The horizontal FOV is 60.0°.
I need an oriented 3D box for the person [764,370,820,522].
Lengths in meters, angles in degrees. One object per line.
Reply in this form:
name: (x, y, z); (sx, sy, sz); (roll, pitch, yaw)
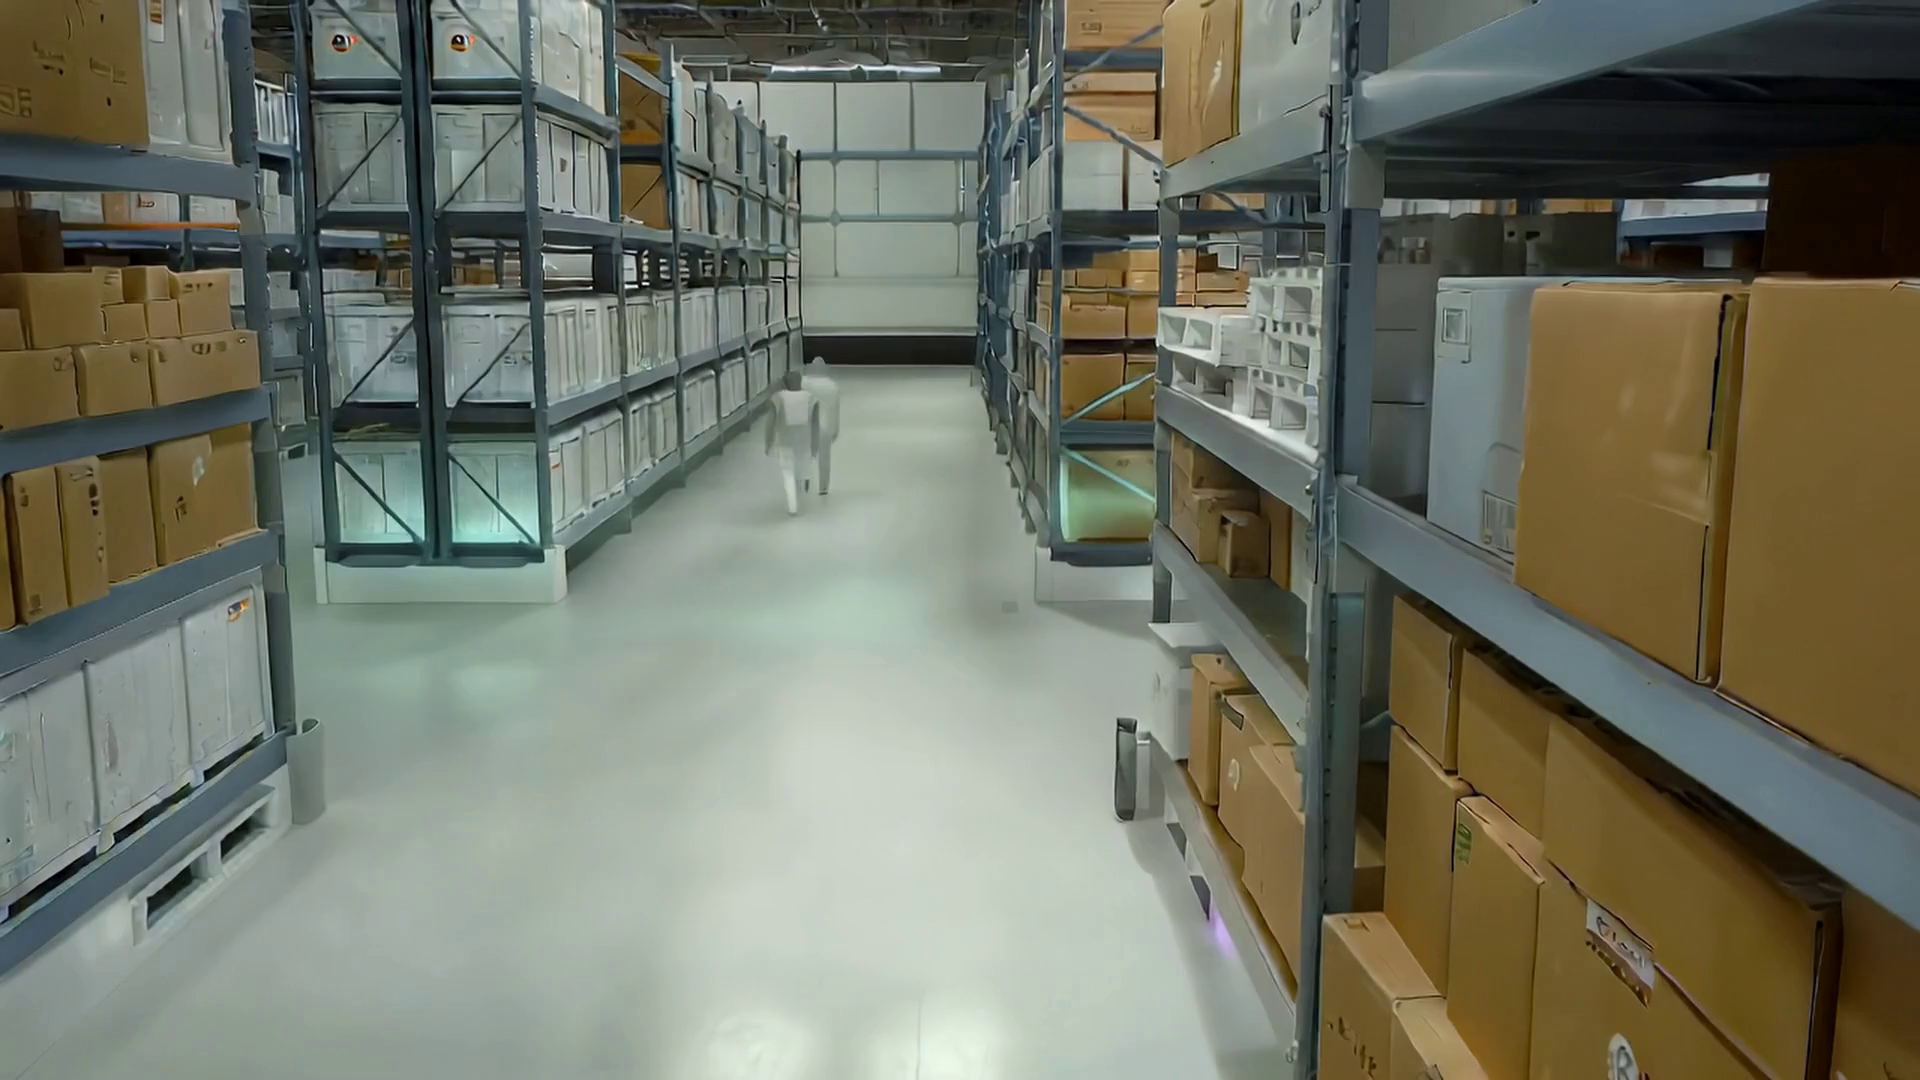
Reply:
person: (-2.067, -1.158, 20.222); (0.643, 1.807, 0.851); (-3, 10, -20)

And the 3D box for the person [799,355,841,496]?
person: (-1.906, -1.506, 22.102); (0.662, 1.891, 0.642); (0, 9, 2)
